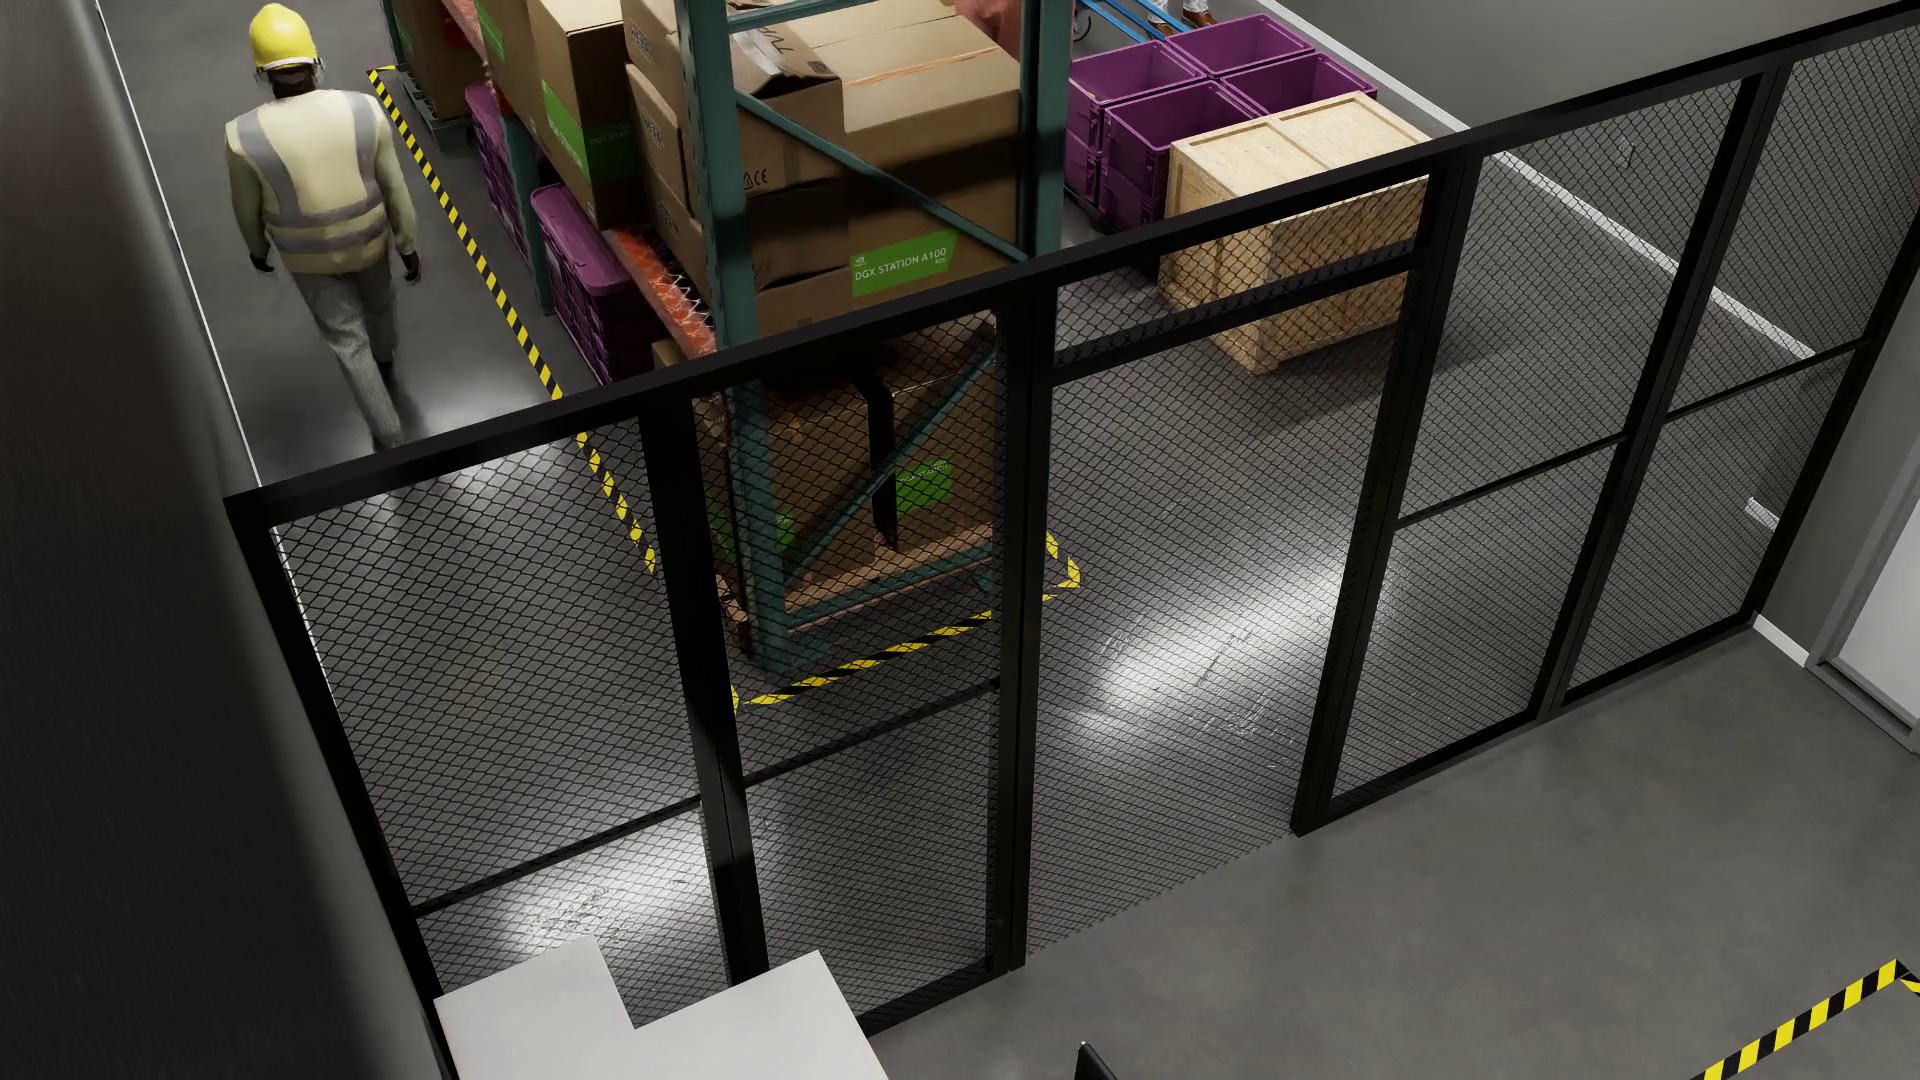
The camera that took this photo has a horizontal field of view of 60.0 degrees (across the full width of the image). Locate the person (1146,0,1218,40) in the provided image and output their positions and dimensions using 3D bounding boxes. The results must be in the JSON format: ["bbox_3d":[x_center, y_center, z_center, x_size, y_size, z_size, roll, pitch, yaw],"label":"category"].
[{"bbox_3d":[1.271,-3.625,8.912,0.631,1.939,0.370,-22,47,-22],"label":"person"}]

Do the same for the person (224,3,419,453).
[{"bbox_3d":[-2.423,-1.187,6.355,0.593,1.785,0.915,-25,48,-25],"label":"person"}]

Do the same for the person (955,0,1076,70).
[{"bbox_3d":[0.203,-1.809,6.885,0.613,1.992,0.397,-29,50,-28],"label":"person"}]
